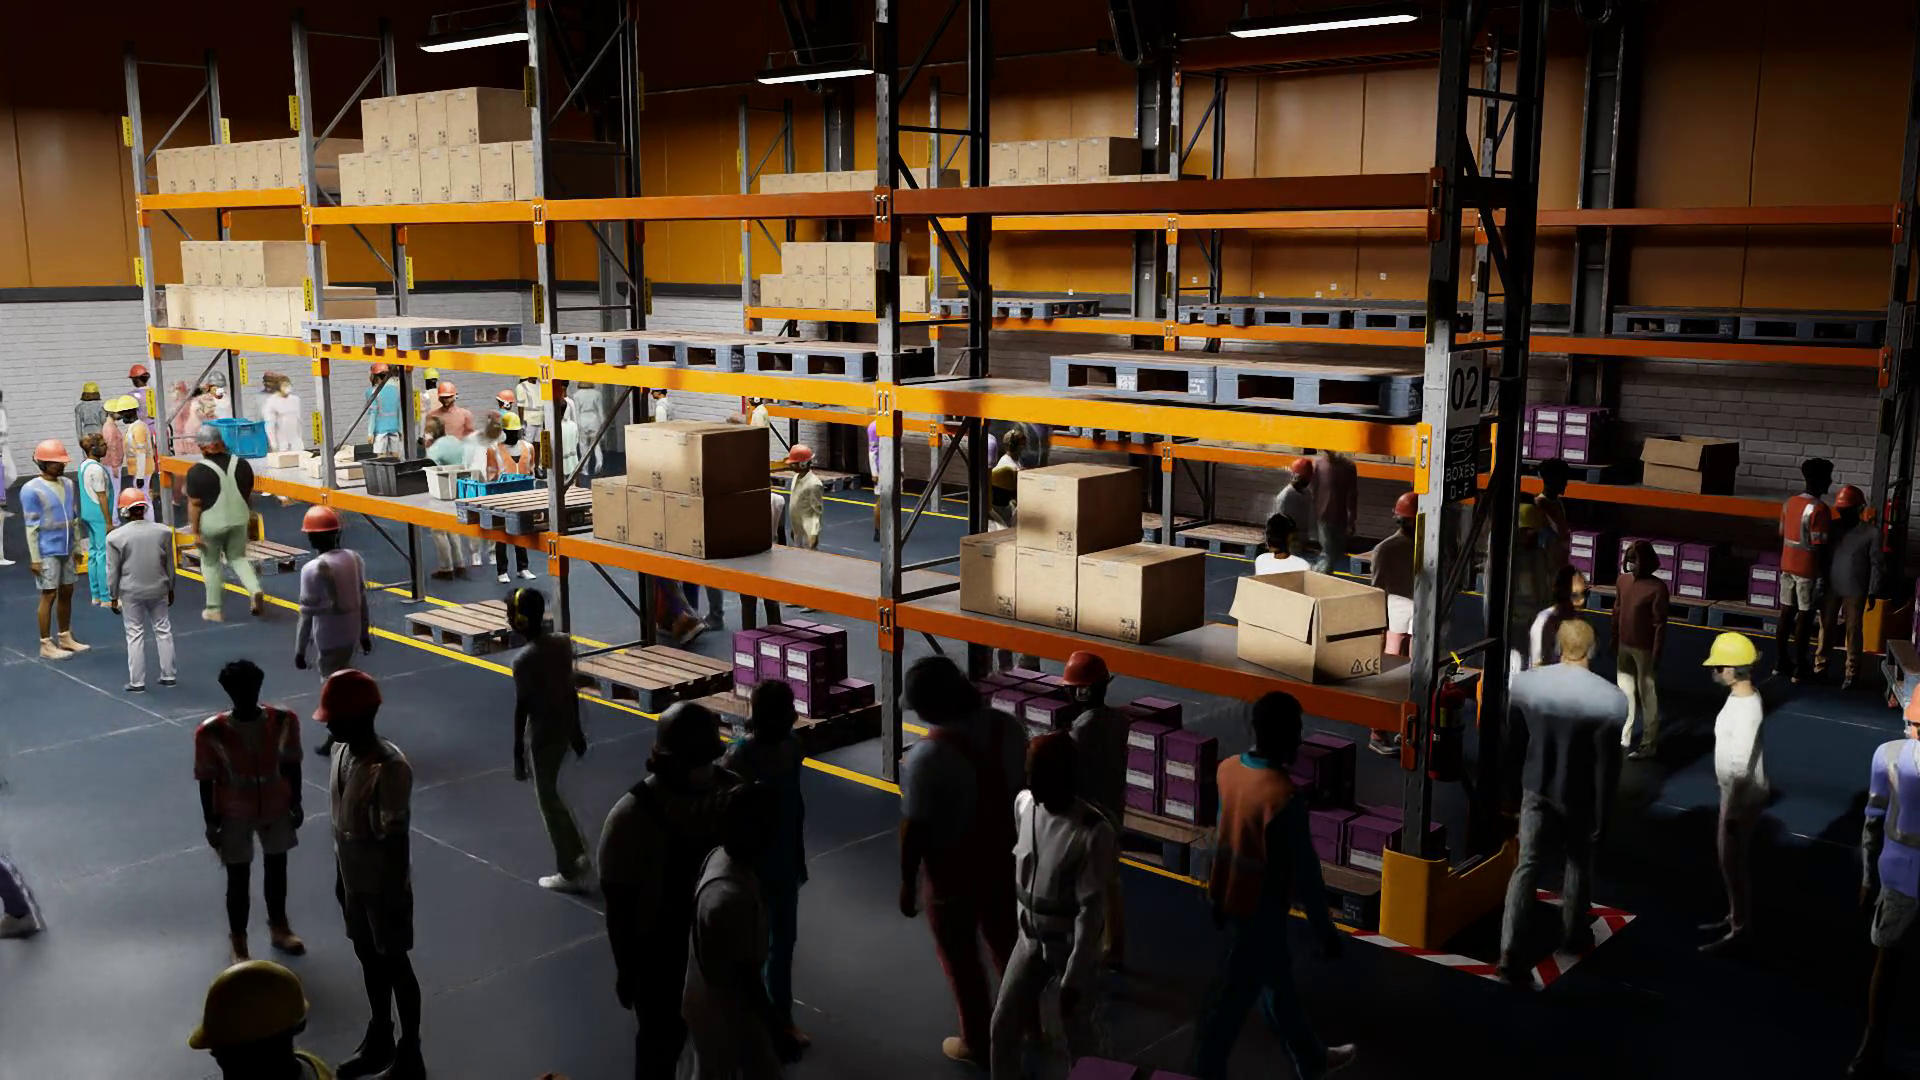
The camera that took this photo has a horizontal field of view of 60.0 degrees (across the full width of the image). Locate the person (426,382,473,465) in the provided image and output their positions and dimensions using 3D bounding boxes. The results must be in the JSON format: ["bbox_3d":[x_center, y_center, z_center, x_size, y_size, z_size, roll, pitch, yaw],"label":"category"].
[{"bbox_3d":[-6.745,-1.095,22.011,0.622,1.994,0.381,-1,10,-6],"label":"person"}]

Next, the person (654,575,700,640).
[{"bbox_3d":[-2.688,-0.062,16.044,0.693,2.000,0.689,-10,14,-44],"label":"person"}]

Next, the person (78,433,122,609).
[{"bbox_3d":[-8.982,-0.202,17.388,0.508,1.847,0.345,10,14,43],"label":"person"}]

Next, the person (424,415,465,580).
[{"bbox_3d":[-5.810,-0.471,18.741,0.433,1.900,0.667,2,10,13],"label":"person"}]

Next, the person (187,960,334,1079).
[{"bbox_3d":[-1.808,2.045,4.501,0.402,1.917,0.581,-6,12,-29],"label":"person"}]

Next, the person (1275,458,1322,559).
[{"bbox_3d":[3.275,0.005,16.610,0.816,1.710,0.606,7,12,36],"label":"person"}]

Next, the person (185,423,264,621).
[{"bbox_3d":[-7.408,-0.181,16.714,0.720,2.000,0.694,8,13,38],"label":"person"}]

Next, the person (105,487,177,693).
[{"bbox_3d":[-6.961,0.420,14.146,0.349,1.745,0.565,9,14,42],"label":"person"}]

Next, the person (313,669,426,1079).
[{"bbox_3d":[-2.659,1.513,7.459,0.544,1.930,0.388,9,13,41],"label":"person"}]

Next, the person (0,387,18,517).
[{"bbox_3d":[-13.450,-1.239,23.194,0.432,1.871,0.583,2,10,12],"label":"person"}]

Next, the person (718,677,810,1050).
[{"bbox_3d":[-0.982,1.502,7.822,0.560,1.820,0.553,8,13,37],"label":"person"}]

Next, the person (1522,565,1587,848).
[{"bbox_3d":[3.750,1.048,10.386,0.532,1.825,0.490,-7,12,-35],"label":"person"}]

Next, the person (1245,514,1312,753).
[{"bbox_3d":[2.311,0.729,12.053,0.333,1.872,0.515,-9,13,-42],"label":"person"}]

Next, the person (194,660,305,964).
[{"bbox_3d":[-3.684,1.425,8.682,0.539,1.667,0.484,-7,12,-36],"label":"person"}]

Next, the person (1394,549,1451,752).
[{"bbox_3d":[3.453,0.673,12.330,0.342,1.882,0.586,2,10,9],"label":"person"}]

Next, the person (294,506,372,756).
[{"bbox_3d":[-4.621,0.701,12.069,0.682,1.914,0.580,3,11,18],"label":"person"}]

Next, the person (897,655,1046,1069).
[{"bbox_3d":[0.012,1.424,7.640,0.782,2.000,0.539,-8,13,-39],"label":"person"}]

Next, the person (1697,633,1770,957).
[{"bbox_3d":[4.103,1.352,8.865,0.379,1.748,0.551,5,11,26],"label":"person"}]

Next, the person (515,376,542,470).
[{"bbox_3d":[-7.256,-2.018,27.986,0.492,1.730,0.324,2,10,13],"label":"person"}]

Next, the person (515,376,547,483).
[{"bbox_3d":[-6.829,-1.894,26.632,0.392,1.957,0.607,5,11,28],"label":"person"}]

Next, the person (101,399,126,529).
[{"bbox_3d":[-11.227,-0.996,22.128,0.333,1.759,0.517,-5,11,-25],"label":"person"}]

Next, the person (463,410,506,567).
[{"bbox_3d":[-5.520,-0.614,19.653,0.681,1.868,0.500,-3,10,-16],"label":"person"}]

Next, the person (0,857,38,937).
[{"bbox_3d":[-5.568,1.301,8.991,1.003,1.814,0.518,-3,10,-16],"label":"person"}]

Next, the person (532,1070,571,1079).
[{"bbox_3d":[-1.074,2.192,4.441,0.501,1.636,0.280,2,10,9],"label":"person"}]

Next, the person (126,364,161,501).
[{"bbox_3d":[-12.108,-1.584,24.727,0.446,2.036,0.630,5,11,24],"label":"person"}]

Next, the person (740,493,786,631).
[{"bbox_3d":[-1.832,0.215,15.024,0.567,1.846,0.389,-5,11,-28],"label":"person"}]

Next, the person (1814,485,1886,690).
[{"bbox_3d":[7.565,0.399,14.247,0.334,1.749,0.575,-8,13,-39],"label":"person"}]

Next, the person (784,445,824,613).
[{"bbox_3d":[-1.620,-0.119,17.194,0.339,1.745,0.561,-6,12,-30],"label":"person"}]

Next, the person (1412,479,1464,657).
[{"bbox_3d":[4.069,0.340,14.333,0.582,1.840,0.382,-8,13,-38],"label":"person"}]

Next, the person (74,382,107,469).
[{"bbox_3d":[-13.040,-1.510,25.069,0.486,1.744,0.310,0,10,-2],"label":"person"}]

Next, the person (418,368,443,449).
[{"bbox_3d":[-8.041,-1.668,25.444,0.374,1.924,0.594,8,13,37],"label":"person"}]

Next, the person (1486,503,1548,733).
[{"bbox_3d":[4.291,0.598,12.949,0.606,1.821,0.642,-5,11,-27],"label":"person"}]

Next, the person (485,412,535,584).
[{"bbox_3d":[-5.027,-0.481,18.732,0.593,1.924,0.384,-9,13,-40],"label":"person"}]

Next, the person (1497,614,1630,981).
[{"bbox_3d":[3.082,1.328,8.610,0.641,1.896,1.001,8,13,39],"label":"person"}]
